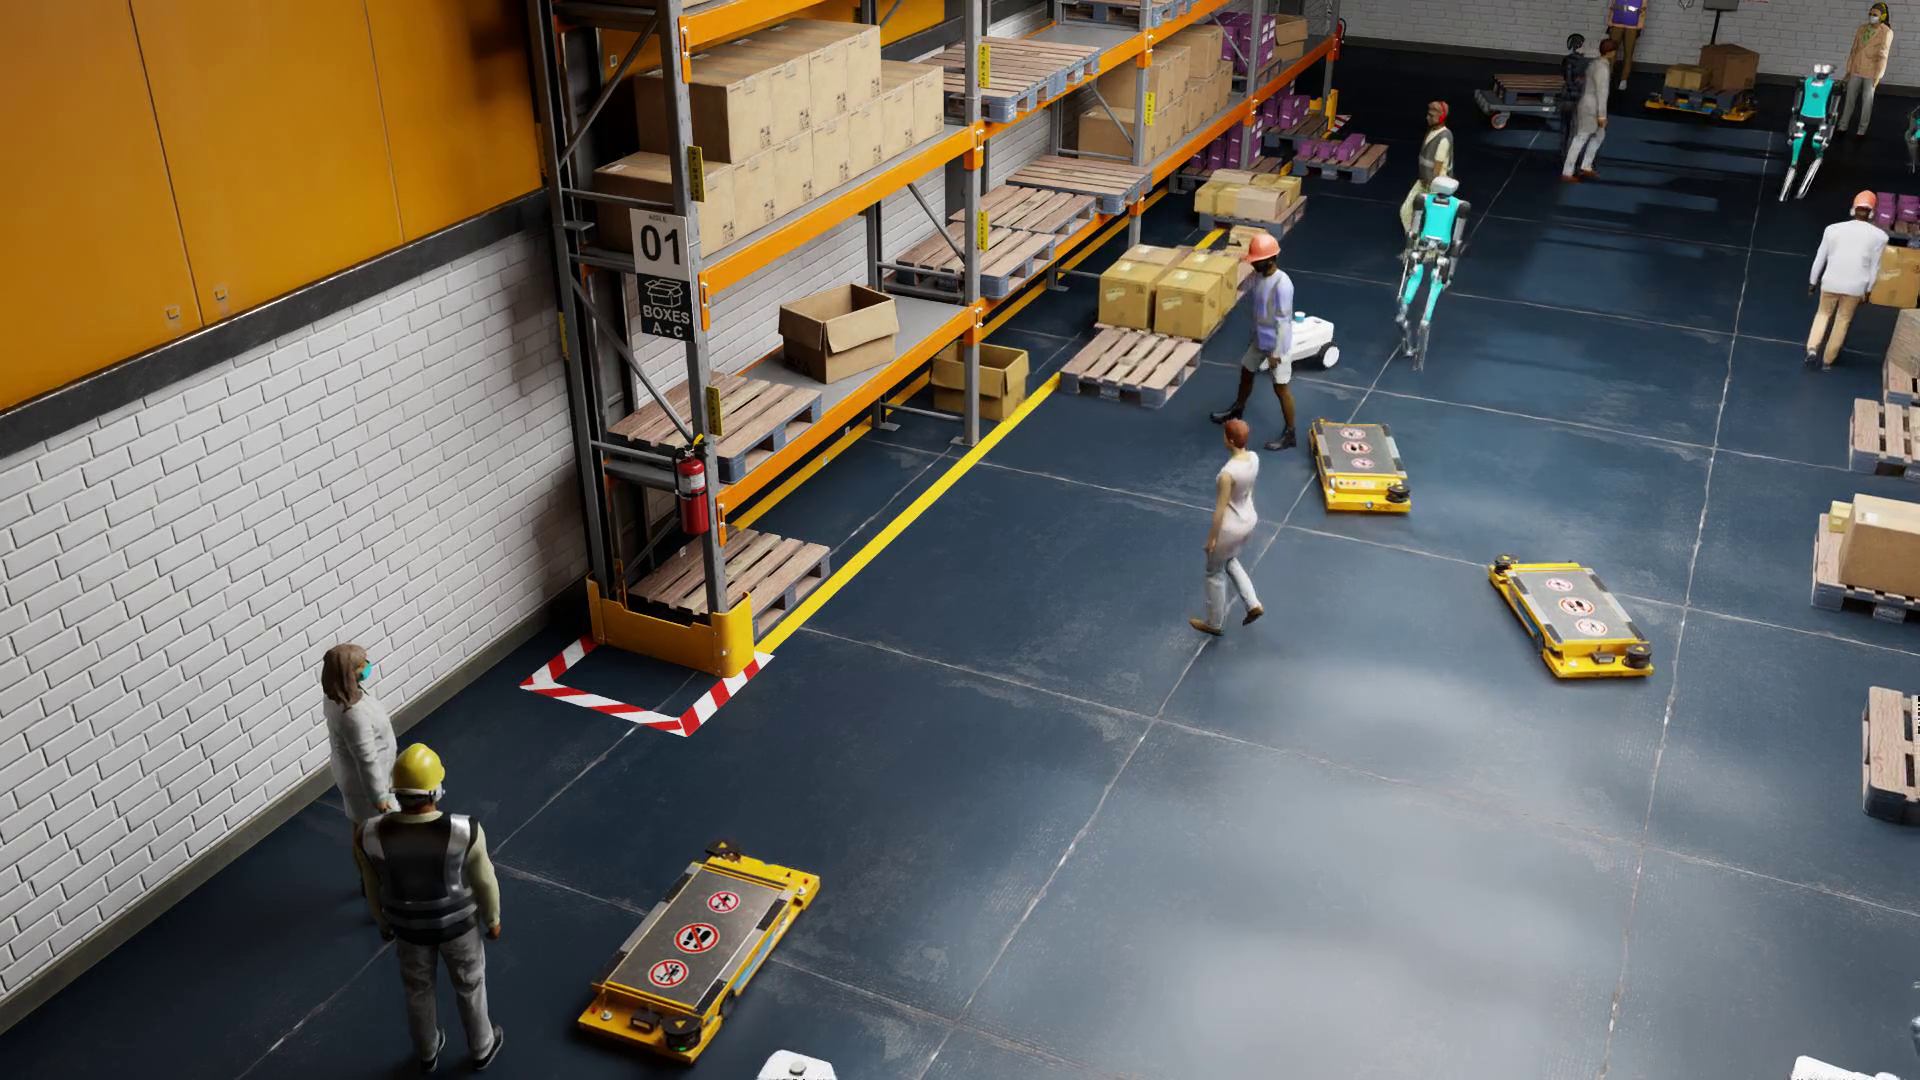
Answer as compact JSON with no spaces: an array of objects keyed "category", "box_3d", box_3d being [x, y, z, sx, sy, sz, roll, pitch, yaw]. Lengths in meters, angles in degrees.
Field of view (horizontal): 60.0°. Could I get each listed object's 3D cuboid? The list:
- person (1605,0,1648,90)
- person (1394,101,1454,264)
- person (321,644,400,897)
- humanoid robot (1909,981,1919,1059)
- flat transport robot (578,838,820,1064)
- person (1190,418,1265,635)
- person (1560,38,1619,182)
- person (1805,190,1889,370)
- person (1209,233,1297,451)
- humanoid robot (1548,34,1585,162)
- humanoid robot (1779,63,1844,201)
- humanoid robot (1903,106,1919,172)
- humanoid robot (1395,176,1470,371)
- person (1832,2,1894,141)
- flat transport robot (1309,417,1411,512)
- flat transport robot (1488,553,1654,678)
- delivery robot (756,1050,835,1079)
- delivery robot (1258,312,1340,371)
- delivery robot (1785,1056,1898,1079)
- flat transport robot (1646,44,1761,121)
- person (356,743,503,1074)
[{"category":"person","box_3d":[10.326,-7.994,25.799,0.546,1.930,0.402,19,34,31]},{"category":"person","box_3d":[5.126,-3.915,18.345,0.578,1.827,0.576,-4,29,-8]},{"category":"person","box_3d":[-3.160,1.277,8.892,0.342,1.658,0.485,-16,32,-27]},{"category":"humanoid robot","box_3d":[4.703,1.941,7.589,0.530,1.798,0.617,-13,31,-22]},{"category":"flat transport robot","box_3d":[-1.347,2.129,8.780,0.659,0.231,1.431,11,30,19]},{"category":"person","box_3d":[1.863,-0.071,11.394,0.428,1.641,0.481,23,36,36]},{"category":"person","box_3d":[8.131,-5.479,21.266,0.668,1.800,0.545,5,29,9]},{"category":"person","box_3d":[8.338,-2.427,15.701,0.568,1.722,0.518,18,33,30]},{"category":"person","box_3d":[2.591,-1.742,14.262,0.518,1.898,0.722,-9,30,-16]},{"category":"humanoid robot","box_3d":[8.096,-5.898,22.166,0.315,1.657,0.599,14,31,24]},{"category":"humanoid robot","box_3d":[10.490,-4.970,20.469,0.533,1.849,0.772,21,35,33]},{"category":"humanoid robot","box_3d":[12.657,-5.612,21.661,0.736,1.844,0.560,6,29,11]},{"category":"humanoid robot","box_3d":[4.425,-2.465,15.856,0.550,1.893,0.735,14,31,24]},{"category":"person","box_3d":[12.594,-6.511,23.125,0.391,1.869,0.554,-15,32,-25]},{"category":"flat transport robot","box_3d":[3.328,-0.638,13.912,0.659,0.231,1.431,2,28,4]},{"category":"flat transport robot","box_3d":[4.302,0.520,11.763,0.659,0.231,1.431,-1,28,-3]},{"category":"delivery robot","box_3d":[-0.833,2.701,7.439,0.518,0.614,0.785,10,30,17]},{"category":"delivery robot","box_3d":[3.238,-1.890,15.930,0.789,0.593,0.499,-19,34,-31]},{"category":"delivery robot","box_3d":[4.082,2.656,7.520,0.796,0.613,0.499,16,32,27]},{"category":"flat transport robot","box_3d":[11.047,-6.482,24.747,1.431,0.231,0.659,22,35,35]},{"category":"person","box_3d":[-2.460,1.762,7.834,0.597,1.819,0.404,-3,28,-5]}]
